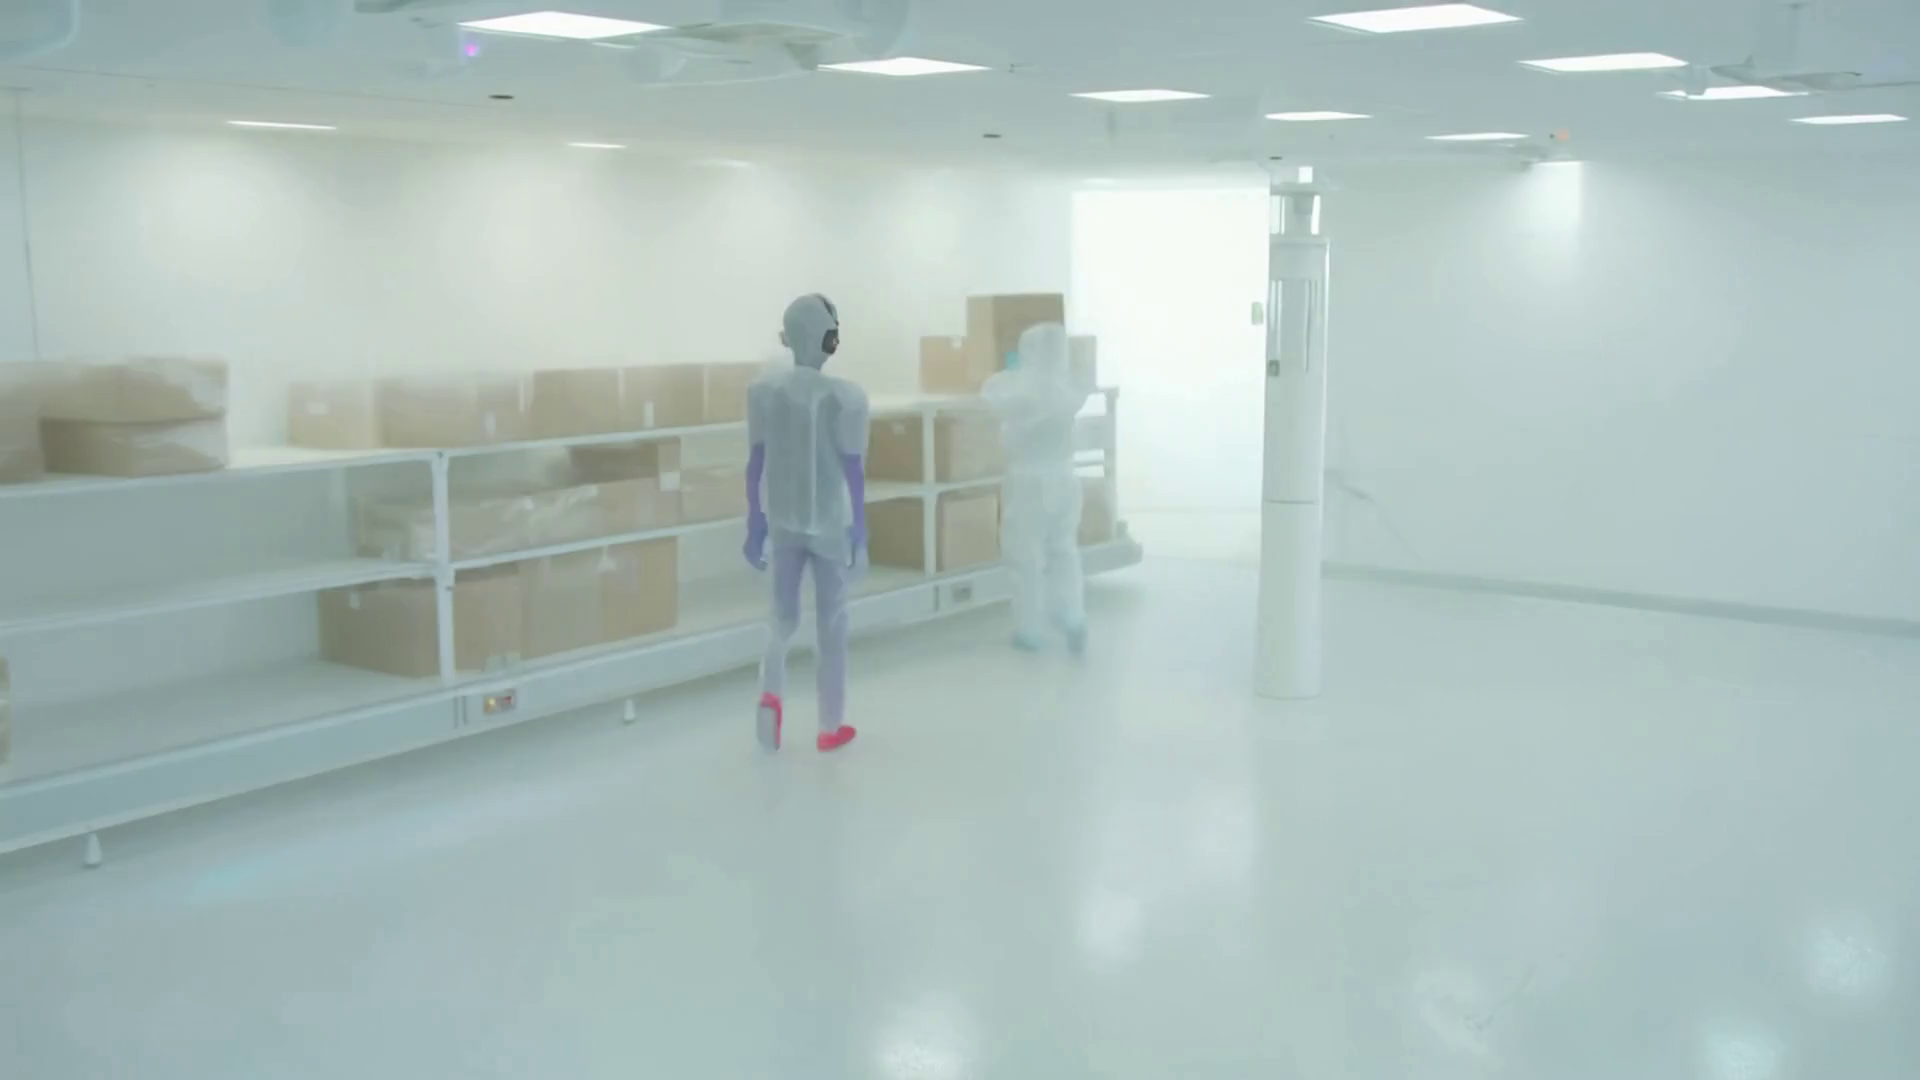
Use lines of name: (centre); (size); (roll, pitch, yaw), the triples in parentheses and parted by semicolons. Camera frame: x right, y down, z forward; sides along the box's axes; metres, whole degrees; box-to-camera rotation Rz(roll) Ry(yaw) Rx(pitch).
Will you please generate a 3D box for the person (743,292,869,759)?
person: (-0.621, -0.032, 6.484); (0.546, 1.852, 0.609); (2, 10, 14)
